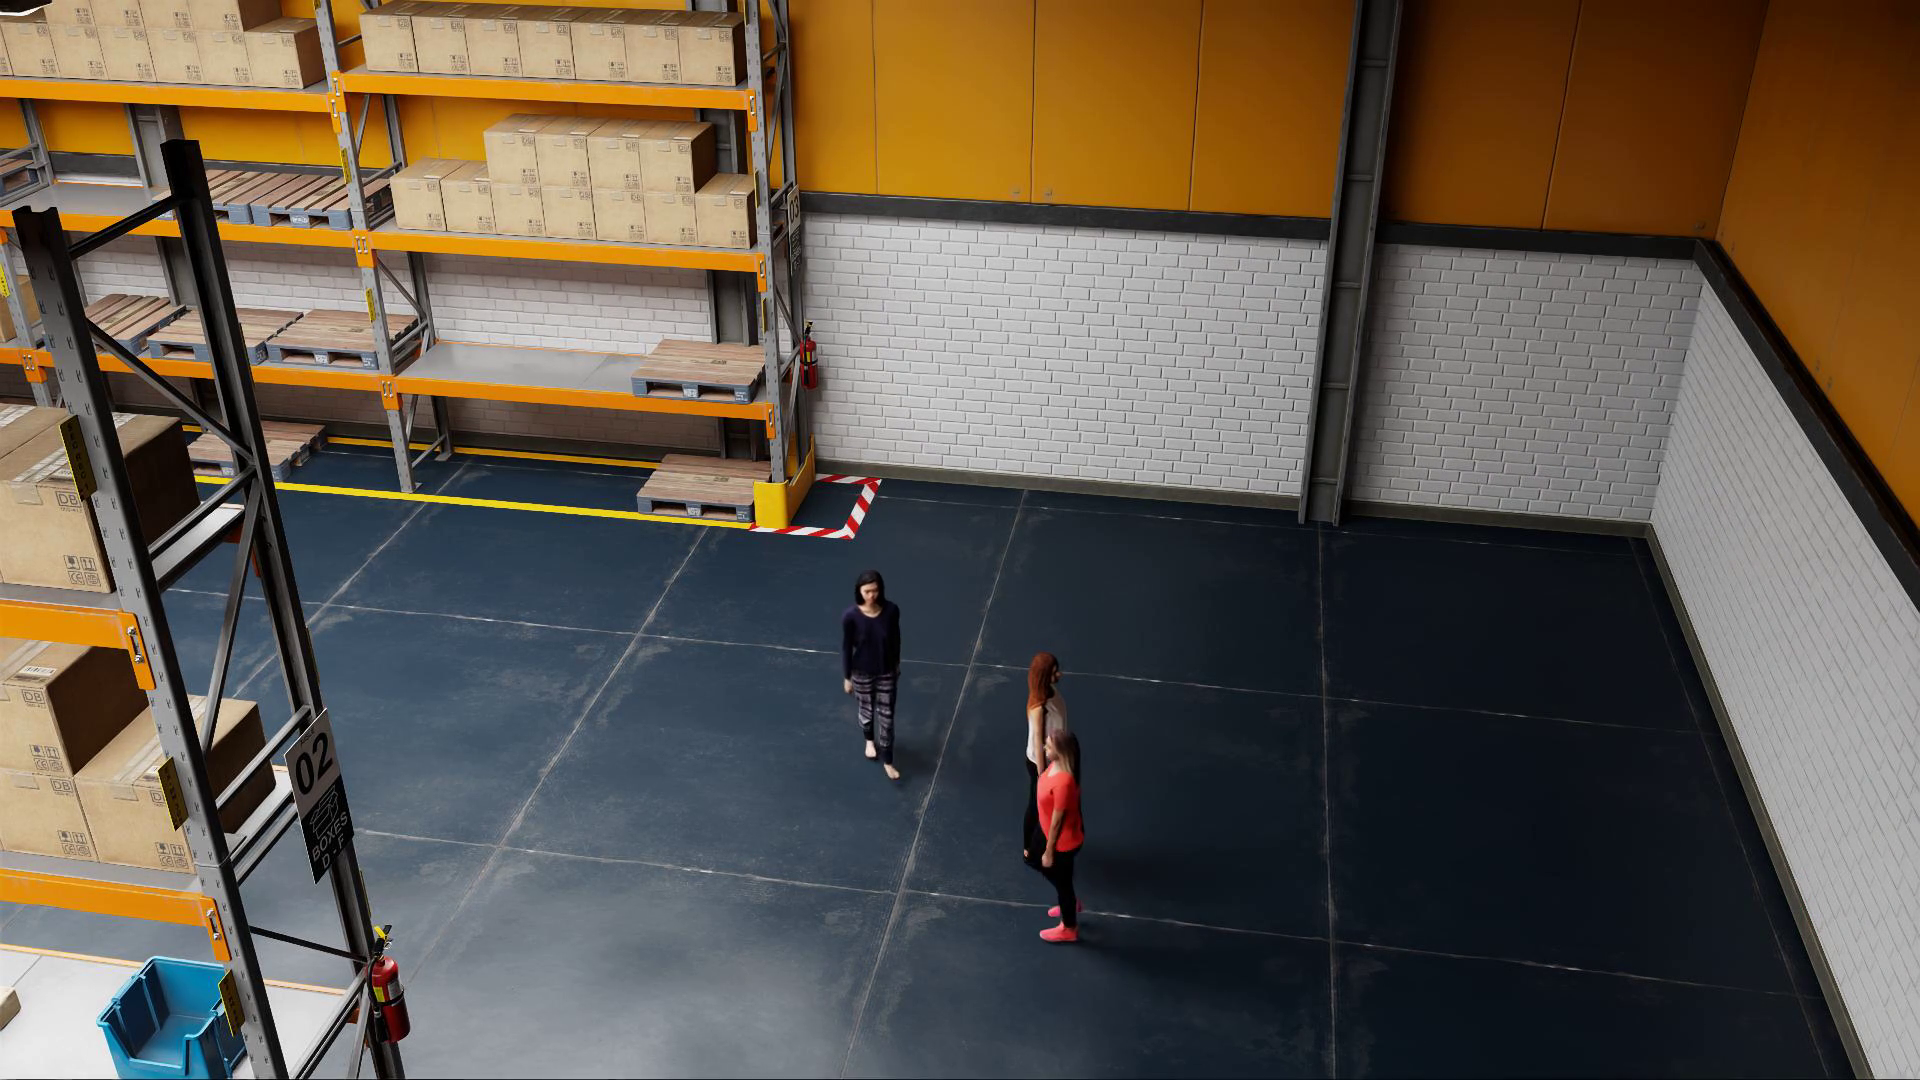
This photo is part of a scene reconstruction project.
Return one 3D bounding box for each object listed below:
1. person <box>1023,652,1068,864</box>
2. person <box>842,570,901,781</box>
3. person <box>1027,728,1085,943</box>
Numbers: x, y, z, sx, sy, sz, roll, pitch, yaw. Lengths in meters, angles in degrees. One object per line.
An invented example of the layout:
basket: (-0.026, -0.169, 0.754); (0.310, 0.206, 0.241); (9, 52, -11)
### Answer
person: (0.581, 1.531, 11.730); (0.498, 1.722, 0.593); (6, 29, 11)
person: (-0.688, 0.941, 12.819); (0.893, 1.714, 0.862); (-6, 29, -11)
person: (0.759, 1.961, 10.980); (0.674, 1.685, 0.643); (0, 29, -1)
